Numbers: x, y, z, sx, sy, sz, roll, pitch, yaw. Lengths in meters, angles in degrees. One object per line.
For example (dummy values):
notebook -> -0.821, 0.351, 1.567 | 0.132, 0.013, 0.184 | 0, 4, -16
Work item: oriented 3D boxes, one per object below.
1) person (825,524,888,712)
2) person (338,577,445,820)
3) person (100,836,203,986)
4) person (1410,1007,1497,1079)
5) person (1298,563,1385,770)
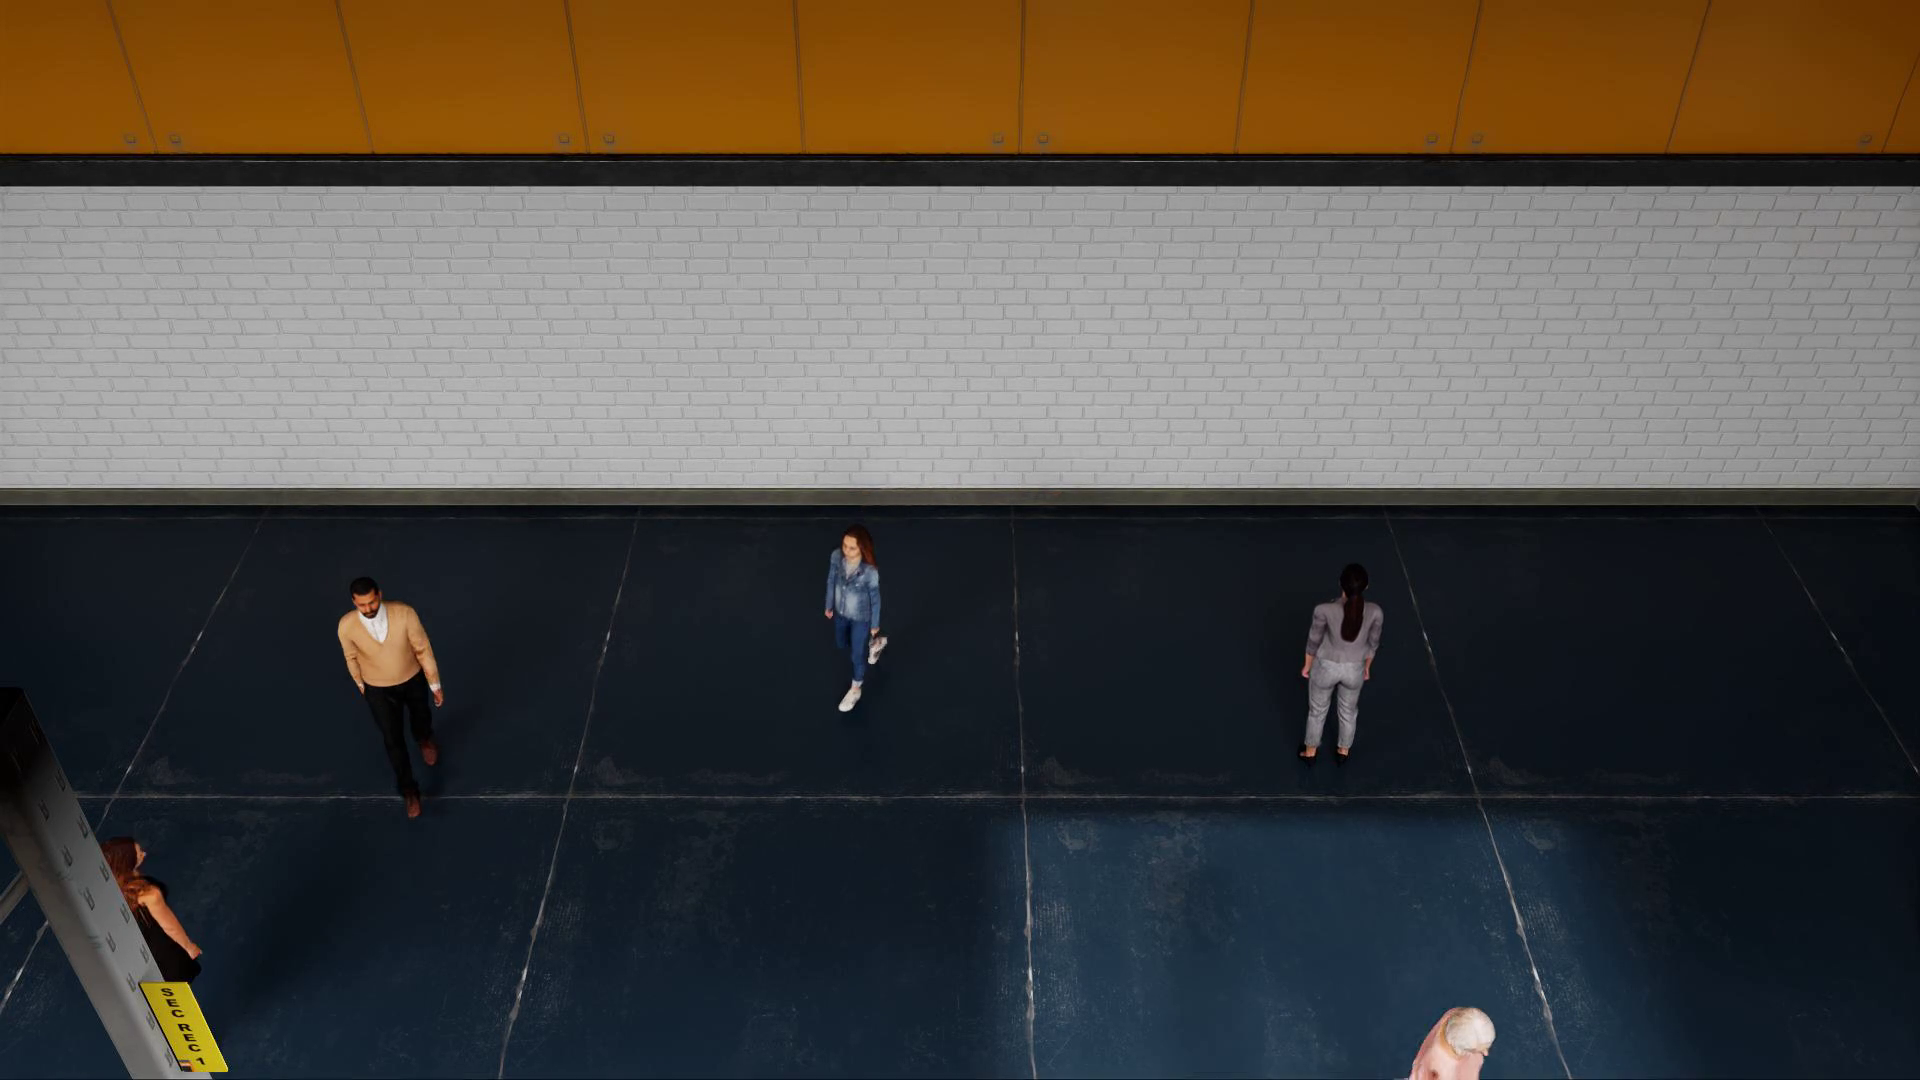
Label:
person -> -0.683, 0.463, 11.330 | 0.835, 1.466, 0.932 | 25, 45, 28
person -> -3.615, 0.841, 10.657 | 0.968, 1.714, 1.204 | -17, 42, -20
person -> -4.319, 2.185, 8.902 | 0.765, 1.805, 0.760 | 7, 39, 8
person -> 2.318, 2.744, 8.298 | 0.890, 1.685, 0.681 | 3, 39, 4
person -> 2.429, 0.832, 10.699 | 0.607, 1.677, 0.565 | 1, 39, 2
